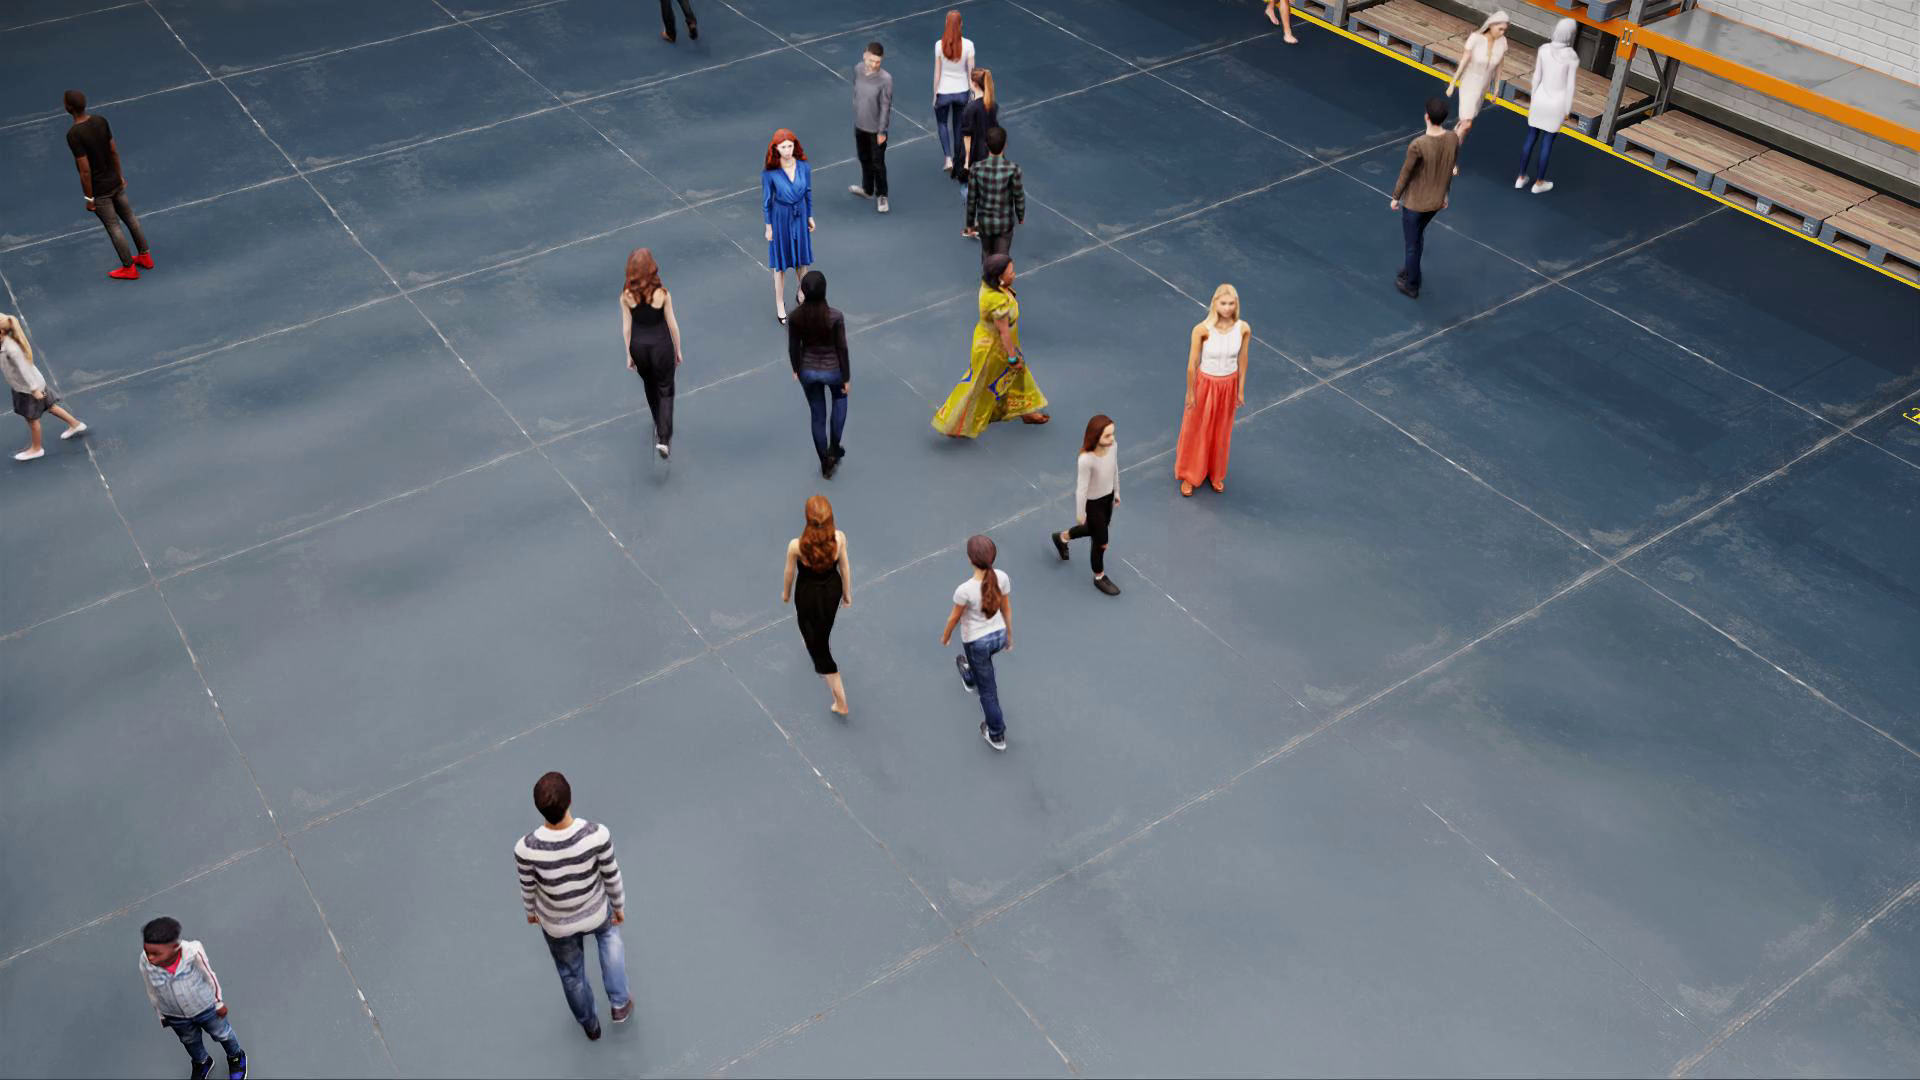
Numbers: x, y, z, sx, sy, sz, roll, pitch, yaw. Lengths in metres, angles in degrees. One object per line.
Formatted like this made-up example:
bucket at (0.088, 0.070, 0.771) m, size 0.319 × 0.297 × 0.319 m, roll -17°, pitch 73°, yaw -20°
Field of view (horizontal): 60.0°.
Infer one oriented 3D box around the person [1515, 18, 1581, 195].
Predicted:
person at (5.876, -4.338, 16.606) m, size 0.702 × 1.775 × 0.517 m, roll -30°, pitch 48°, yaw -32°

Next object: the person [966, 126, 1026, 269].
person at (0.309, -2.847, 14.997) m, size 1.112 × 1.684 × 1.118 m, roll 8°, pitch 39°, yaw 10°

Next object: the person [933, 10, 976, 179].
person at (-0.071, -4.443, 16.778) m, size 0.725 × 1.725 × 0.774 m, roll -3°, pitch 39°, yaw -3°

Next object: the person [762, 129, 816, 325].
person at (-1.488, -2.754, 14.581) m, size 0.652 × 1.827 × 0.618 m, roll -17°, pitch 42°, yaw -20°

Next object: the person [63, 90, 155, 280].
person at (-7.838, -3.257, 15.229) m, size 0.747 × 1.805 × 0.721 m, roll 11°, pitch 40°, yaw 13°

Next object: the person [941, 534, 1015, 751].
person at (0.184, 0.678, 10.525) m, size 0.577 × 1.525 × 1.015 m, roll -20°, pitch 43°, yaw -24°

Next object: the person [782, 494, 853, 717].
person at (-0.888, 0.446, 10.768) m, size 0.610 × 1.585 × 1.081 m, roll -21°, pitch 43°, yaw -24°

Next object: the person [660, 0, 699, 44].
person at (-3.384, -6.684, 19.573) m, size 0.643 × 1.739 × 0.827 m, roll -24°, pitch 44°, yaw -27°

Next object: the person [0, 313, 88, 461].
person at (-7.330, -1.258, 13.163) m, size 0.570 × 1.258 × 0.719 m, roll -24°, pitch 44°, yaw -27°

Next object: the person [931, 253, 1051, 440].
person at (0.189, -1.477, 13.155) m, size 1.227 × 1.611 × 1.293 m, roll -2°, pitch 39°, yaw -2°

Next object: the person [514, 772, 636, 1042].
person at (-1.987, 1.997, 8.623) m, size 0.744 × 1.839 × 0.749 m, roll -13°, pitch 40°, yaw -16°

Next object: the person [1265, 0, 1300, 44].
person at (3.890, -6.942, 19.847) m, size 0.835 × 1.801 × 1.244 m, roll -14°, pitch 41°, yaw -17°

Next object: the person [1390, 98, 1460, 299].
person at (4.188, -3.005, 14.858) m, size 0.706 × 1.873 × 0.707 m, roll -17°, pitch 42°, yaw -20°

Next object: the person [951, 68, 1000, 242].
person at (0.250, -3.605, 15.775) m, size 0.648 × 1.668 × 0.653 m, roll 30°, pitch 48°, yaw 32°

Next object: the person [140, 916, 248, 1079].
person at (-3.983, 2.377, 8.612) m, size 0.557 × 1.259 × 0.586 m, roll -6°, pitch 39°, yaw -8°

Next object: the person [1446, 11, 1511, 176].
person at (5.218, -4.616, 17.013) m, size 0.785 × 1.703 × 0.801 m, roll -5°, pitch 39°, yaw -7°

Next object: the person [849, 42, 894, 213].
person at (-0.890, -4.100, 16.332) m, size 0.912 × 1.746 × 0.585 m, roll -27°, pitch 46°, yaw -29°

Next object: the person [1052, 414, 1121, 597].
person at (0.920, -0.304, 11.800) m, size 0.933 × 1.469 × 0.703 m, roll 27°, pitch 46°, yaw 30°

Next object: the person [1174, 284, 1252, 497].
person at (1.923, -1.144, 12.586) m, size 0.718 × 1.802 × 0.731 m, roll -5°, pitch 39°, yaw -6°

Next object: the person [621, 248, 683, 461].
person at (-2.416, -1.415, 12.988) m, size 0.938 × 1.723 × 1.138 m, roll -2°, pitch 39°, yaw -3°

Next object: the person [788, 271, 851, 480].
person at (-1.073, -1.204, 12.717) m, size 0.784 × 1.731 × 0.840 m, roll 5°, pitch 39°, yaw 6°
